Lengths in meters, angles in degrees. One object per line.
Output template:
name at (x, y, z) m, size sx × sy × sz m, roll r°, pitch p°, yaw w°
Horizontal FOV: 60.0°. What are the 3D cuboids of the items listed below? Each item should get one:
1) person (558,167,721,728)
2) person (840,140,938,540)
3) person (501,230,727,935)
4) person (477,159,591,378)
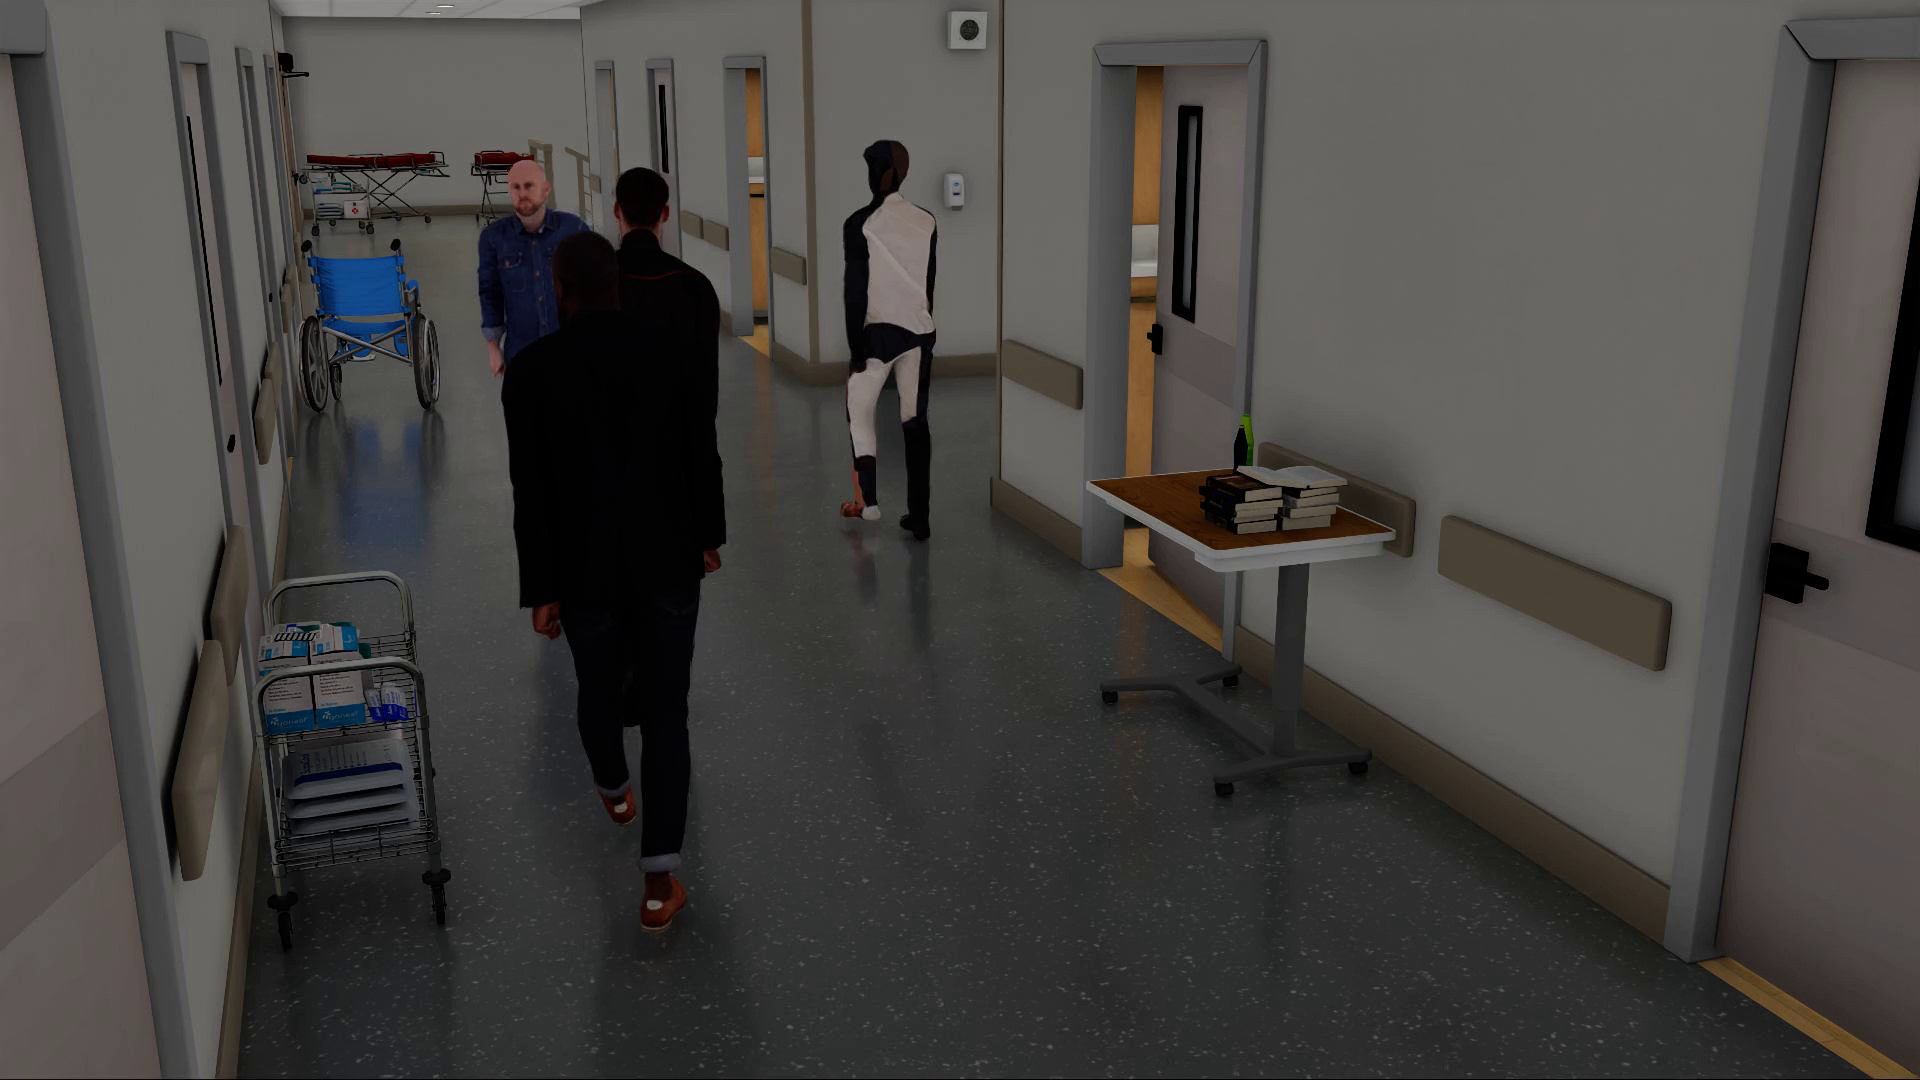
person at (-1.048, -0.252, 5.501) m, size 0.682 × 1.888 × 0.916 m, roll -7°, pitch 17°, yaw -23°
person at (-0.278, -0.921, 7.910) m, size 0.730 × 1.868 × 0.836 m, roll -7°, pitch 17°, yaw -23°
person at (-0.863, 0.148, 4.318) m, size 0.846 × 1.760 × 1.244 m, roll -3°, pitch 16°, yaw -9°
person at (-1.896, -0.845, 7.753) m, size 0.822 × 1.808 × 0.885 m, roll -4°, pitch 16°, yaw -14°
